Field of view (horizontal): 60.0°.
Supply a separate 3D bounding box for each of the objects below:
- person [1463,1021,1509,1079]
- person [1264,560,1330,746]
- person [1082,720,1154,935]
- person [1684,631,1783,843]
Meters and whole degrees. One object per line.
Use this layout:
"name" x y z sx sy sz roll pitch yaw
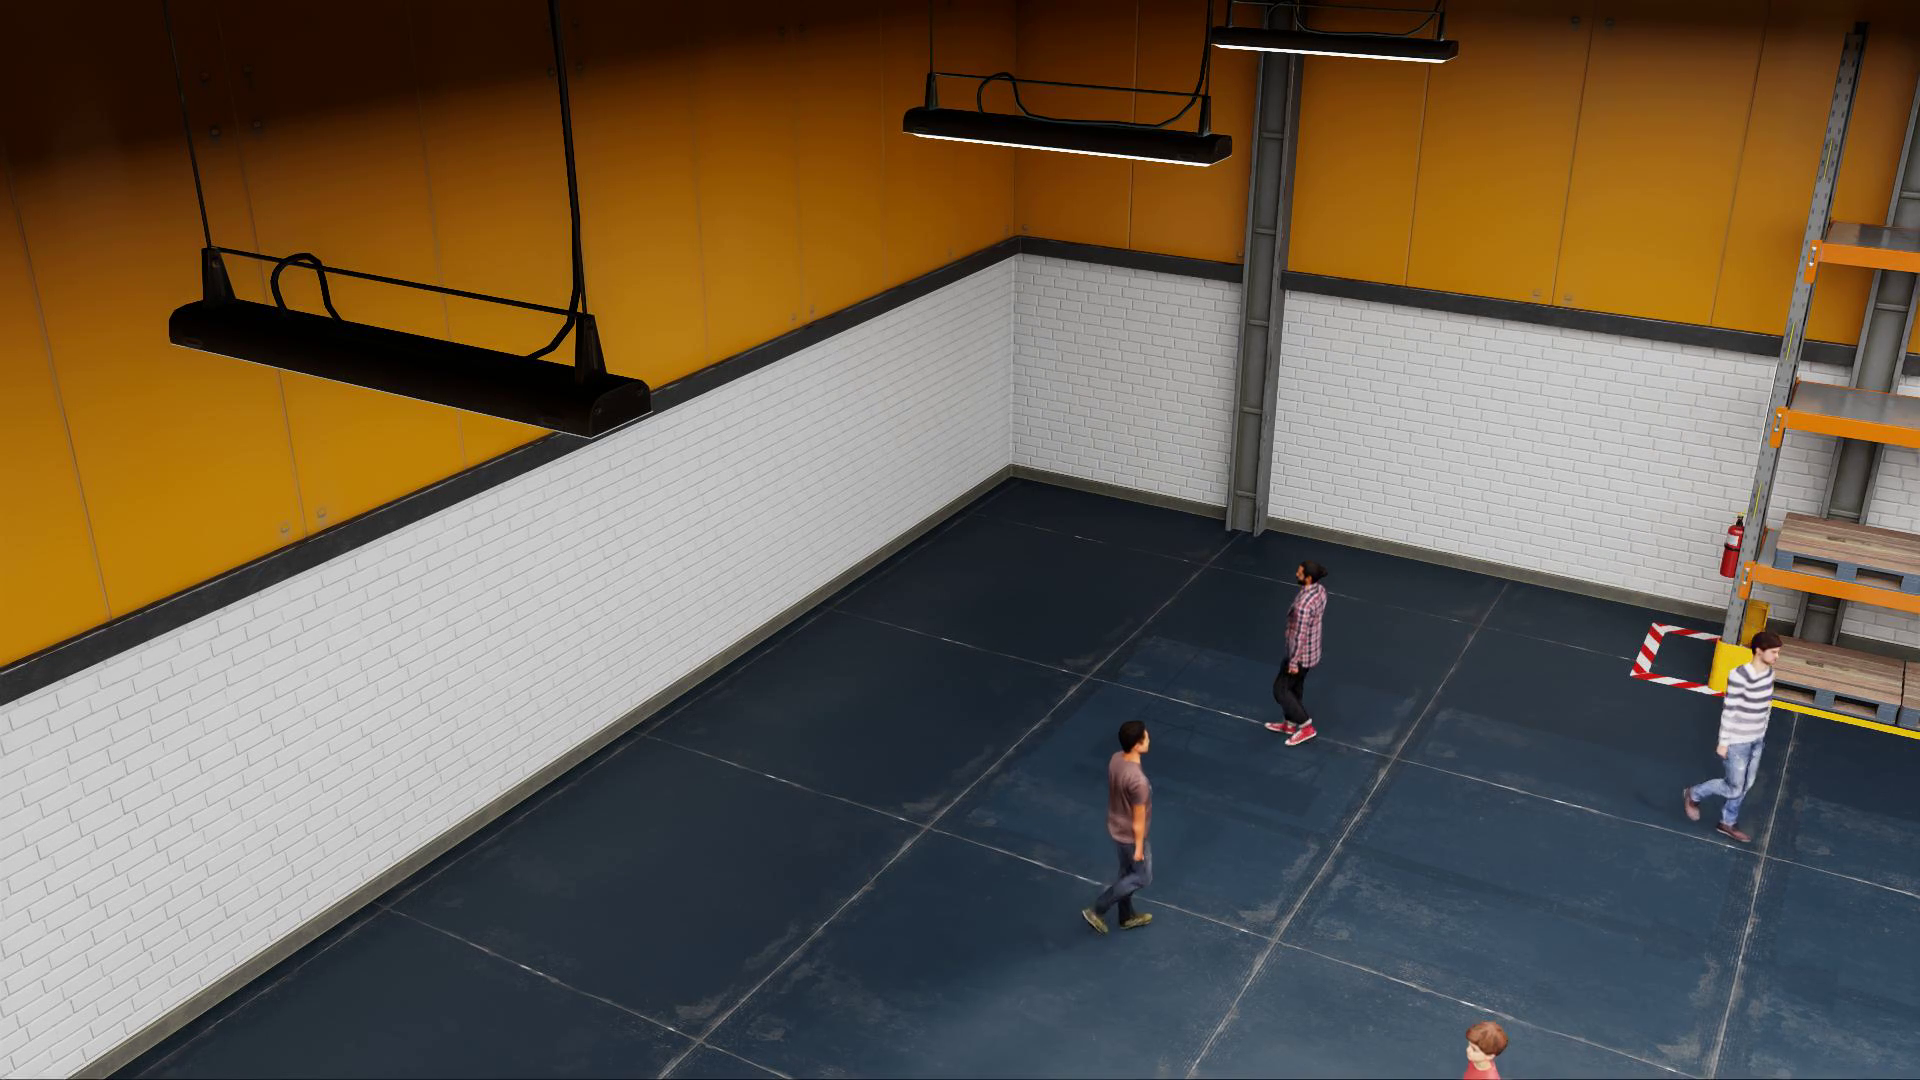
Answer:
"person" 3.050 3.390 9.569 0.991 1.385 0.865 -3 24 -7
"person" 3.037 0.982 14.618 0.740 1.755 0.712 12 26 26
"person" 1.143 2.107 12.028 0.955 1.767 0.904 -7 25 -16
"person" 6.153 1.534 13.255 0.864 1.835 0.943 -12 26 -26
